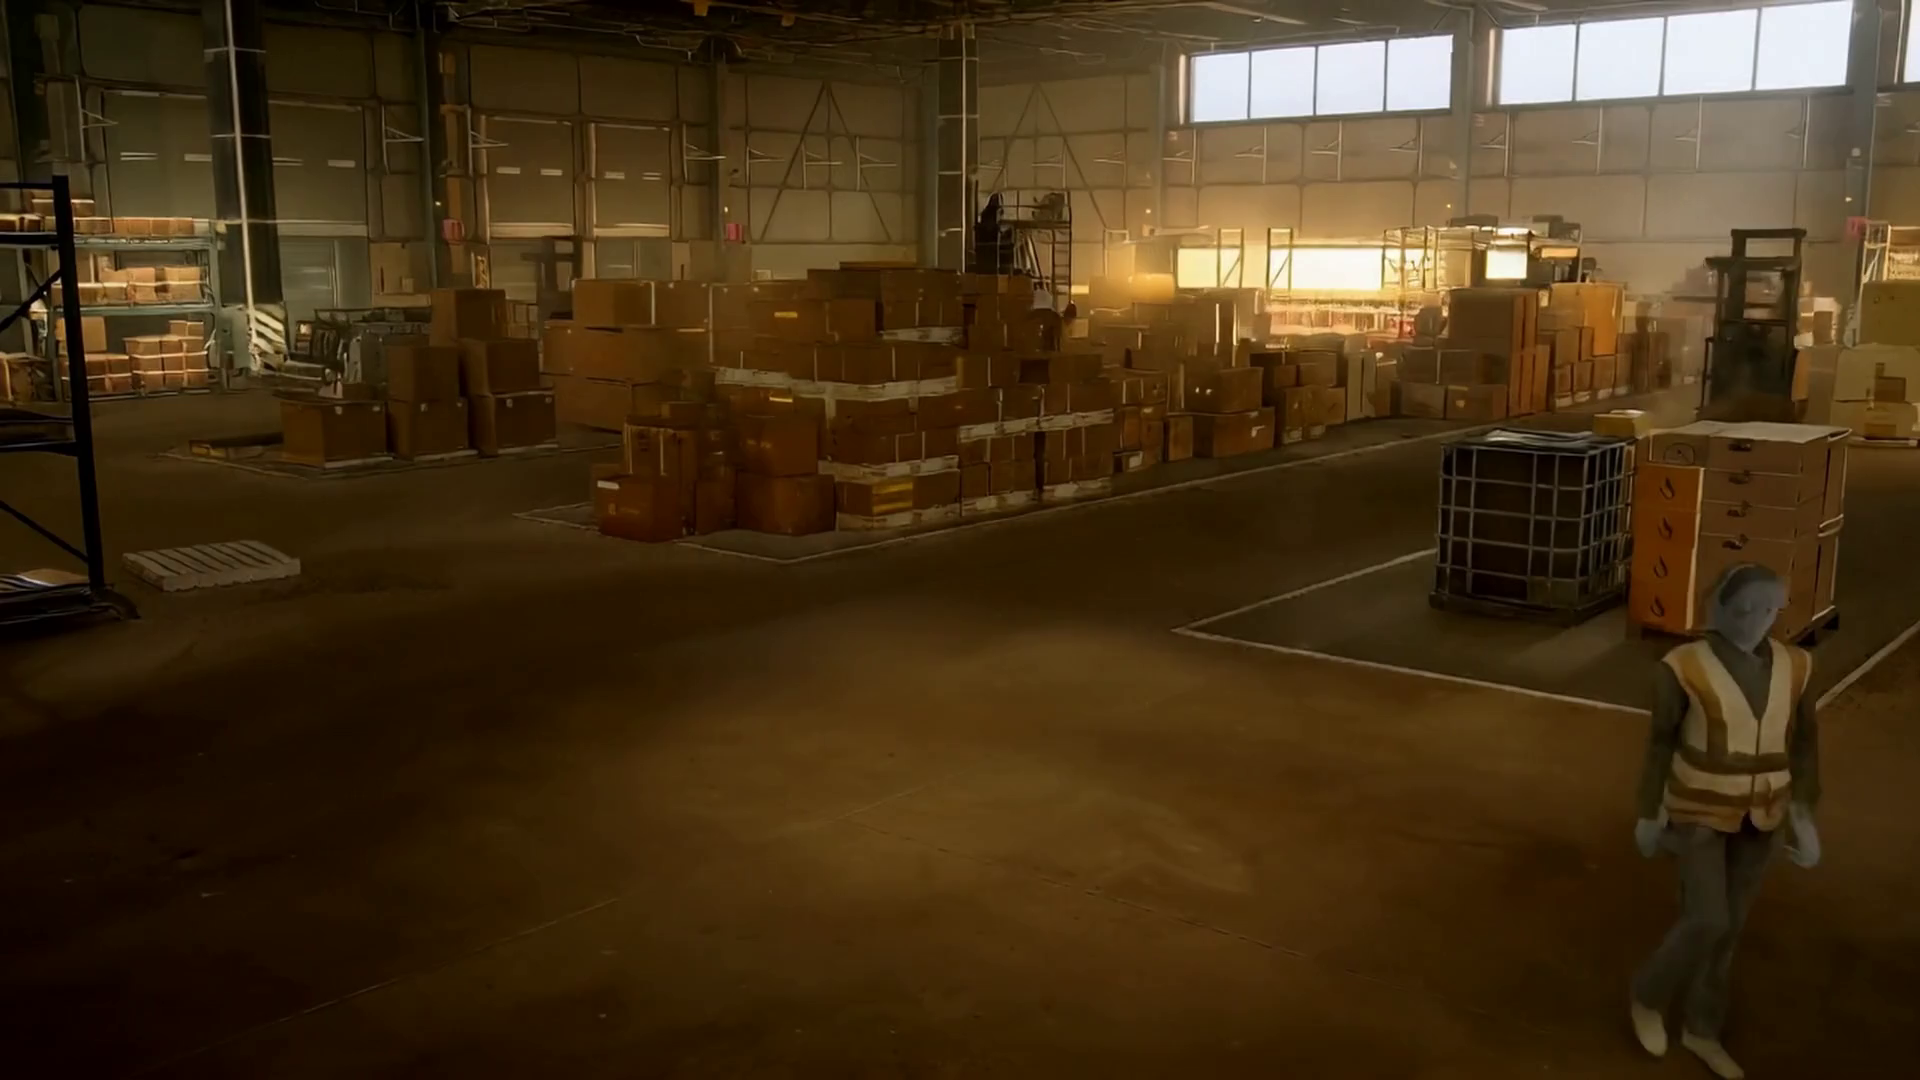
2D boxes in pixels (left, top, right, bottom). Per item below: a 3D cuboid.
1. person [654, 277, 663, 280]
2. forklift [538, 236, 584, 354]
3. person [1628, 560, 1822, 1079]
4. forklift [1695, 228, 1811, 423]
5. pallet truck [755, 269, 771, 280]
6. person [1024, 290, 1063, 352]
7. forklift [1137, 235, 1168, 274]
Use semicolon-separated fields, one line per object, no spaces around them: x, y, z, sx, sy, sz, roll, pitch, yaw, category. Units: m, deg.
-6.506;-4.725;36.012;0.636;1.930;0.371;-4;11;-23;person
-9.248;-5.738;39.059;1.873;2.768;1.129;8;13;40;forklift
2.340;0.861;5.071;0.512;1.623;0.373;-2;10;-12;person
11.721;-3.150;24.328;1.129;2.768;1.873;8;13;39;forklift
-4.996;-6.432;45.525;1.885;1.965;0.823;-6;12;-32;pallet truck
1.223;-2.728;24.670;0.647;1.923;0.478;3;10;18;person
4.362;-5.533;37.896;1.873;2.768;1.129;7;12;34;forklift
